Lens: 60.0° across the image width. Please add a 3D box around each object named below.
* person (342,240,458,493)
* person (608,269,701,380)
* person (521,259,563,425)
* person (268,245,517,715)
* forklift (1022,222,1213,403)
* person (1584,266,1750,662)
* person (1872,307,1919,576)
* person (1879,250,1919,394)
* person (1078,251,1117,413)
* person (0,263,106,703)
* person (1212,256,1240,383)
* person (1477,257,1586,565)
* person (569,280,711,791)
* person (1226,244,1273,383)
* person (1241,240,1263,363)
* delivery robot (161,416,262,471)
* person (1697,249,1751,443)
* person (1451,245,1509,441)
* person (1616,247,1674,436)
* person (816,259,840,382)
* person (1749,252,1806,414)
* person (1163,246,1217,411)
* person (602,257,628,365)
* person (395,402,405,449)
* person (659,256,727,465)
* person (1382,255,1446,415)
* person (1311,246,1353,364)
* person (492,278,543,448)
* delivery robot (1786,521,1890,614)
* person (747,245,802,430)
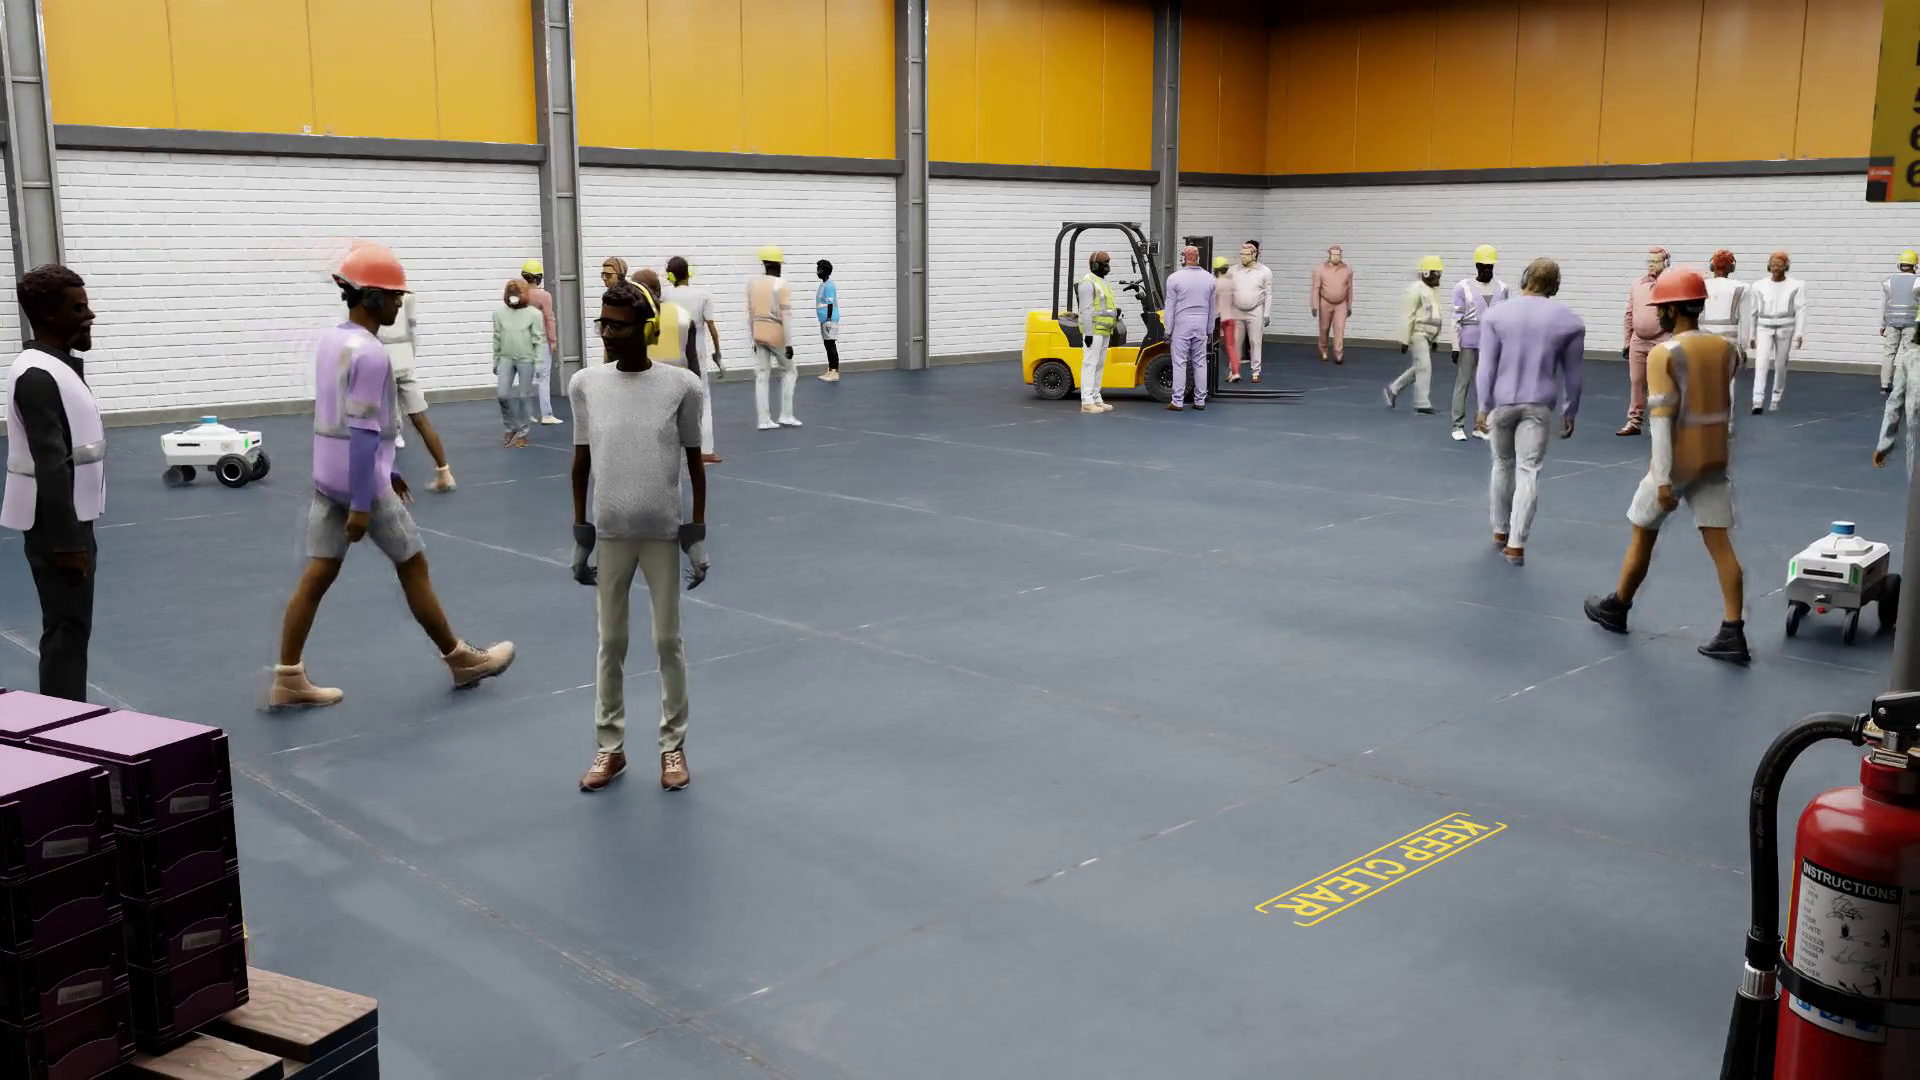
[{"bbox_3d":[-4.449,-1.306,12.858,0.583,1.988,0.814,9,14,41],"label":"person"},{"bbox_3d":[-2.188,-1.027,11.880,0.634,1.789,0.934,-6,12,-32],"label":"person"},{"bbox_3d":[-4.538,-2.113,17.807,0.525,1.772,0.309,4,11,23],"label":"person"},{"bbox_3d":[-2.523,-0.262,7.160,1.078,1.974,0.615,-9,13,-39],"label":"person"},{"bbox_3d":[1.935,-2.847,20.651,2.313,2.155,1.214,2,11,13],"label":"forklift"},{"bbox_3d":[3.522,-0.384,8.115,0.554,1.878,1.036,-3,11,-17],"label":"person"},{"bbox_3d":[5.272,-0.484,9.110,0.853,1.707,0.488,-5,11,-24],"label":"person"},{"bbox_3d":[11.979,-2.751,21.104,0.404,1.837,0.589,-10,14,-43],"label":"person"},{"bbox_3d":[1.581,-2.381,19.072,0.429,1.841,0.633,5,11,25],"label":"person"},{"bbox_3d":[-3.296,-0.044,6.113,0.390,1.920,0.587,-5,12,-26],"label":"person"},{"bbox_3d":[3.600,-3.034,22.918,0.526,1.736,0.771,-4,11,-23],"label":"person"},{"bbox_3d":[3.585,-0.827,10.500,0.631,1.874,0.992,4,11,20],"label":"person"},{"bbox_3d":[-1.167,-0.006,6.061,0.514,1.866,0.332,0,10,1],"label":"person"},{"bbox_3d":[3.949,-3.109,22.875,0.646,1.904,0.401,4,11,21],"label":"person"},{"bbox_3d":[4.594,-3.781,26.435,0.609,1.951,0.412,-7,13,-35],"label":"person"},{"bbox_3d":[-6.079,-0.765,13.515,0.707,0.478,0.477,-1,10,-3],"label":"delivery robot"},{"bbox_3d":[7.400,-1.891,16.281,0.585,1.882,0.337,5,11,24],"label":"person"},{"bbox_3d":[5.139,-1.941,16.439,0.590,1.926,0.388,-2,11,-12],"label":"person"},{"bbox_3d":[6.923,-1.966,16.636,0.405,1.903,0.653,-8,13,-39],"label":"person"},{"bbox_3d":[-1.846,-3.051,23.145,0.321,1.690,0.536,-3,11,-17],"label":"person"},{"bbox_3d":[9.288,-2.344,18.936,0.588,1.825,1.013,5,12,27],"label":"person"},{"bbox_3d":[2.640,-2.440,19.243,0.645,1.903,0.401,-4,11,-21],"label":"person"},{"bbox_3d":[-2.997,-1.581,14.742,0.350,1.838,0.503,-9,14,-41],"label":"person"},{"bbox_3d":[-5.476,-1.644,15.639,0.534,1.612,0.454,-5,12,-26],"label":"person"},{"bbox_3d":[-2.377,-1.562,14.664,0.606,1.832,0.441,0,10,2],"label":"person"},{"bbox_3d":[5.150,-2.325,18.862,0.723,1.811,0.604,8,13,36],"label":"person"},{"bbox_3d":[5.913,-3.739,26.455,0.662,1.860,1.007,1,10,4],"label":"person"},{"bbox_3d":[-4.204,-1.675,15.808,0.511,1.616,0.385,0,10,2],"label":"person"},{"bbox_3d":[4.514,0.148,8.537,0.477,0.478,0.707,9,14,39],"label":"delivery robot"},{"bbox_3d":[-1.906,-2.107,17.375,0.612,1.907,0.650,7,12,33],"label":"person"}]
